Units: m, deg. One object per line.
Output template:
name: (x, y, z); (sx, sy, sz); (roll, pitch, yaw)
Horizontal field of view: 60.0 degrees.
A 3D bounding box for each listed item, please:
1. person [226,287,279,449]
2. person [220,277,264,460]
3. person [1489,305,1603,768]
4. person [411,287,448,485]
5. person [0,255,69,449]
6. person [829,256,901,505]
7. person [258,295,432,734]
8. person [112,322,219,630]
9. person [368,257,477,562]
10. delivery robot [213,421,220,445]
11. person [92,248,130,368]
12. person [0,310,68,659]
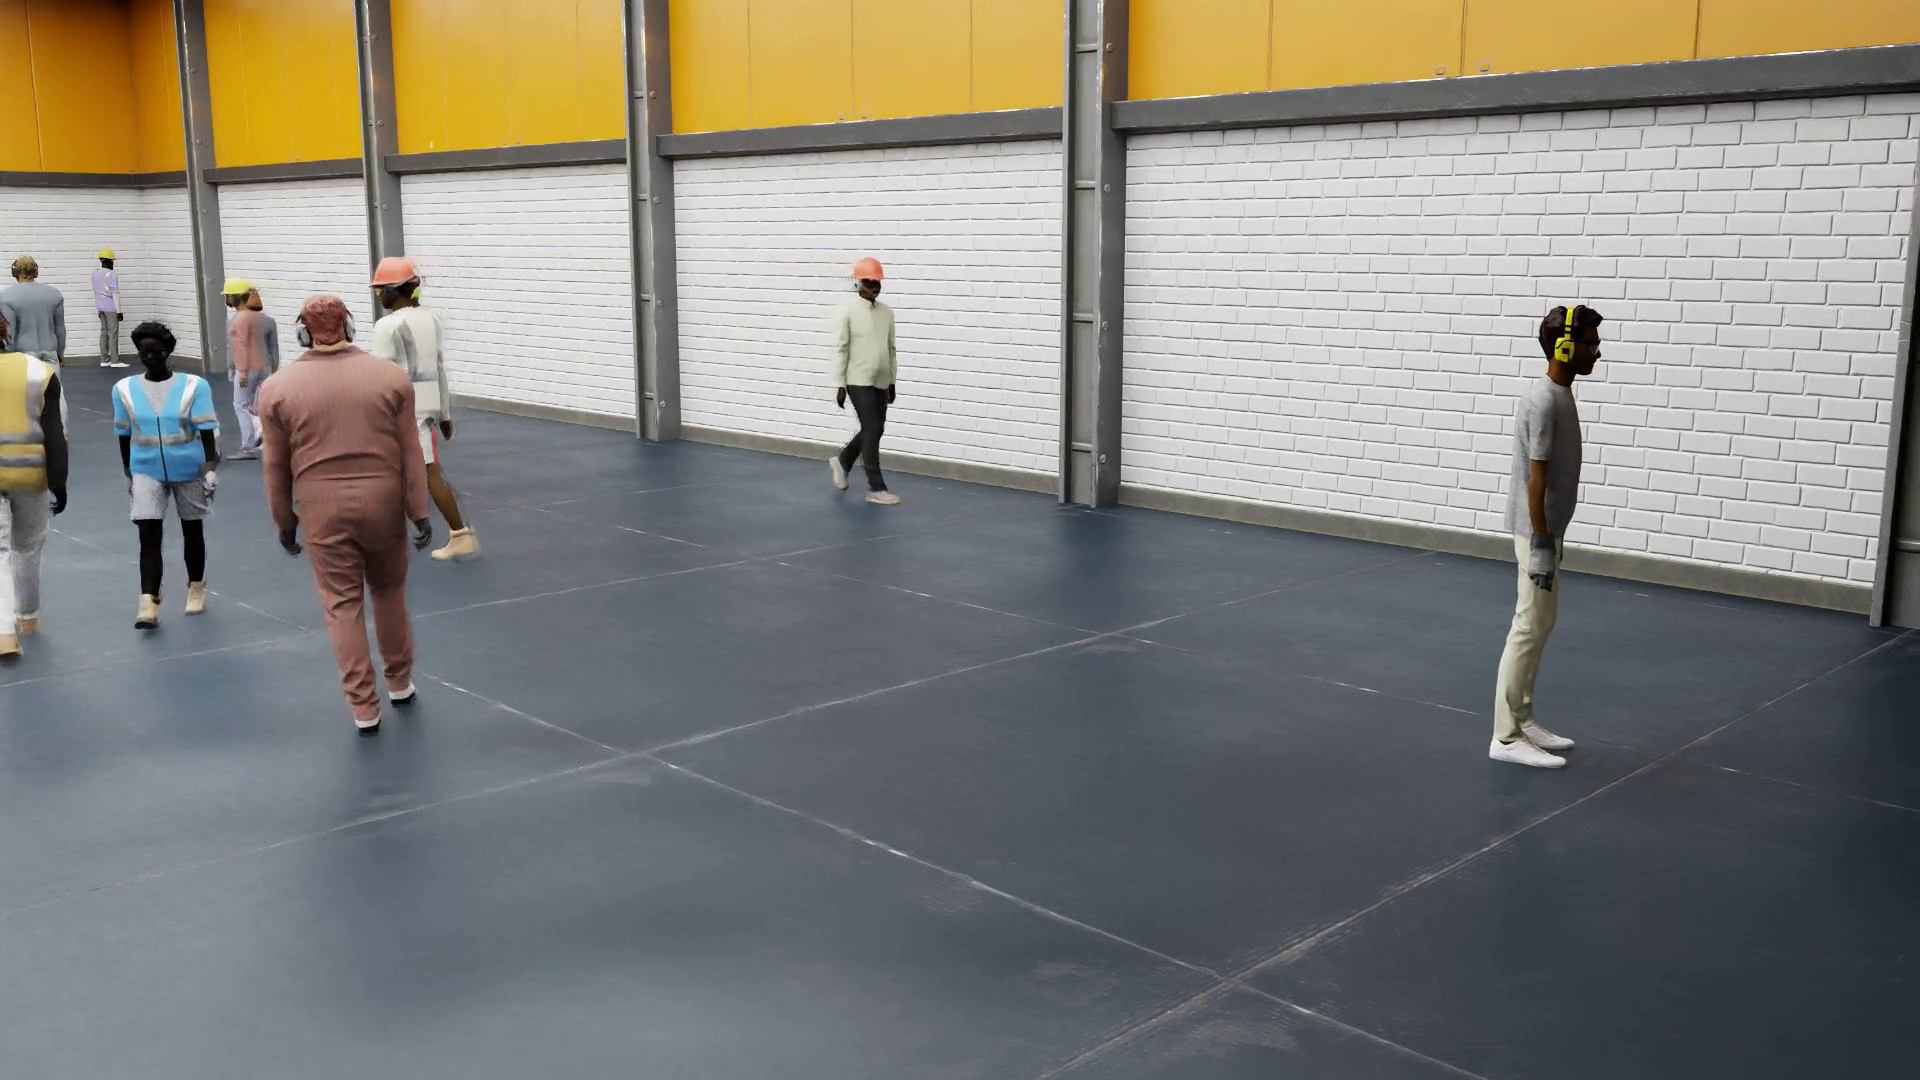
person: (-6.993, -1.692, 16.496); (0.524, 1.620, 0.413); (-10, 14, -44)
person: (-6.692, -1.620, 15.796); (0.581, 1.750, 0.521); (-2, 11, -11)
person: (2.367, -0.012, 6.719); (0.317, 1.862, 0.519); (5, 12, 27)
person: (-4.613, -1.306, 14.012); (0.523, 1.769, 0.322); (0, 10, -2)
person: (-9.127, -1.830, 16.404); (0.372, 1.941, 0.627); (7, 13, 34)
person: (-0.791, -1.295, 13.414); (0.859, 1.970, 0.622); (10, 14, 43)
person: (-2.680, -0.127, 7.286); (0.660, 1.870, 0.793); (-4, 11, -23)
person: (-4.321, -0.349, 9.060); (0.546, 1.652, 0.838); (-3, 11, -15)
person: (-3.622, -0.845, 10.914); (1.013, 1.995, 0.624); (2, 11, 11)
delivery robot: (-7.101, -0.980, 15.286); (0.477, 0.478, 0.707); (0, 10, -2)
person: (-13.749, -3.743, 26.895); (0.586, 1.920, 0.390); (7, 12, 33)
person: (-4.936, -0.314, 8.549); (0.625, 1.785, 1.007); (-6, 12, -31)
